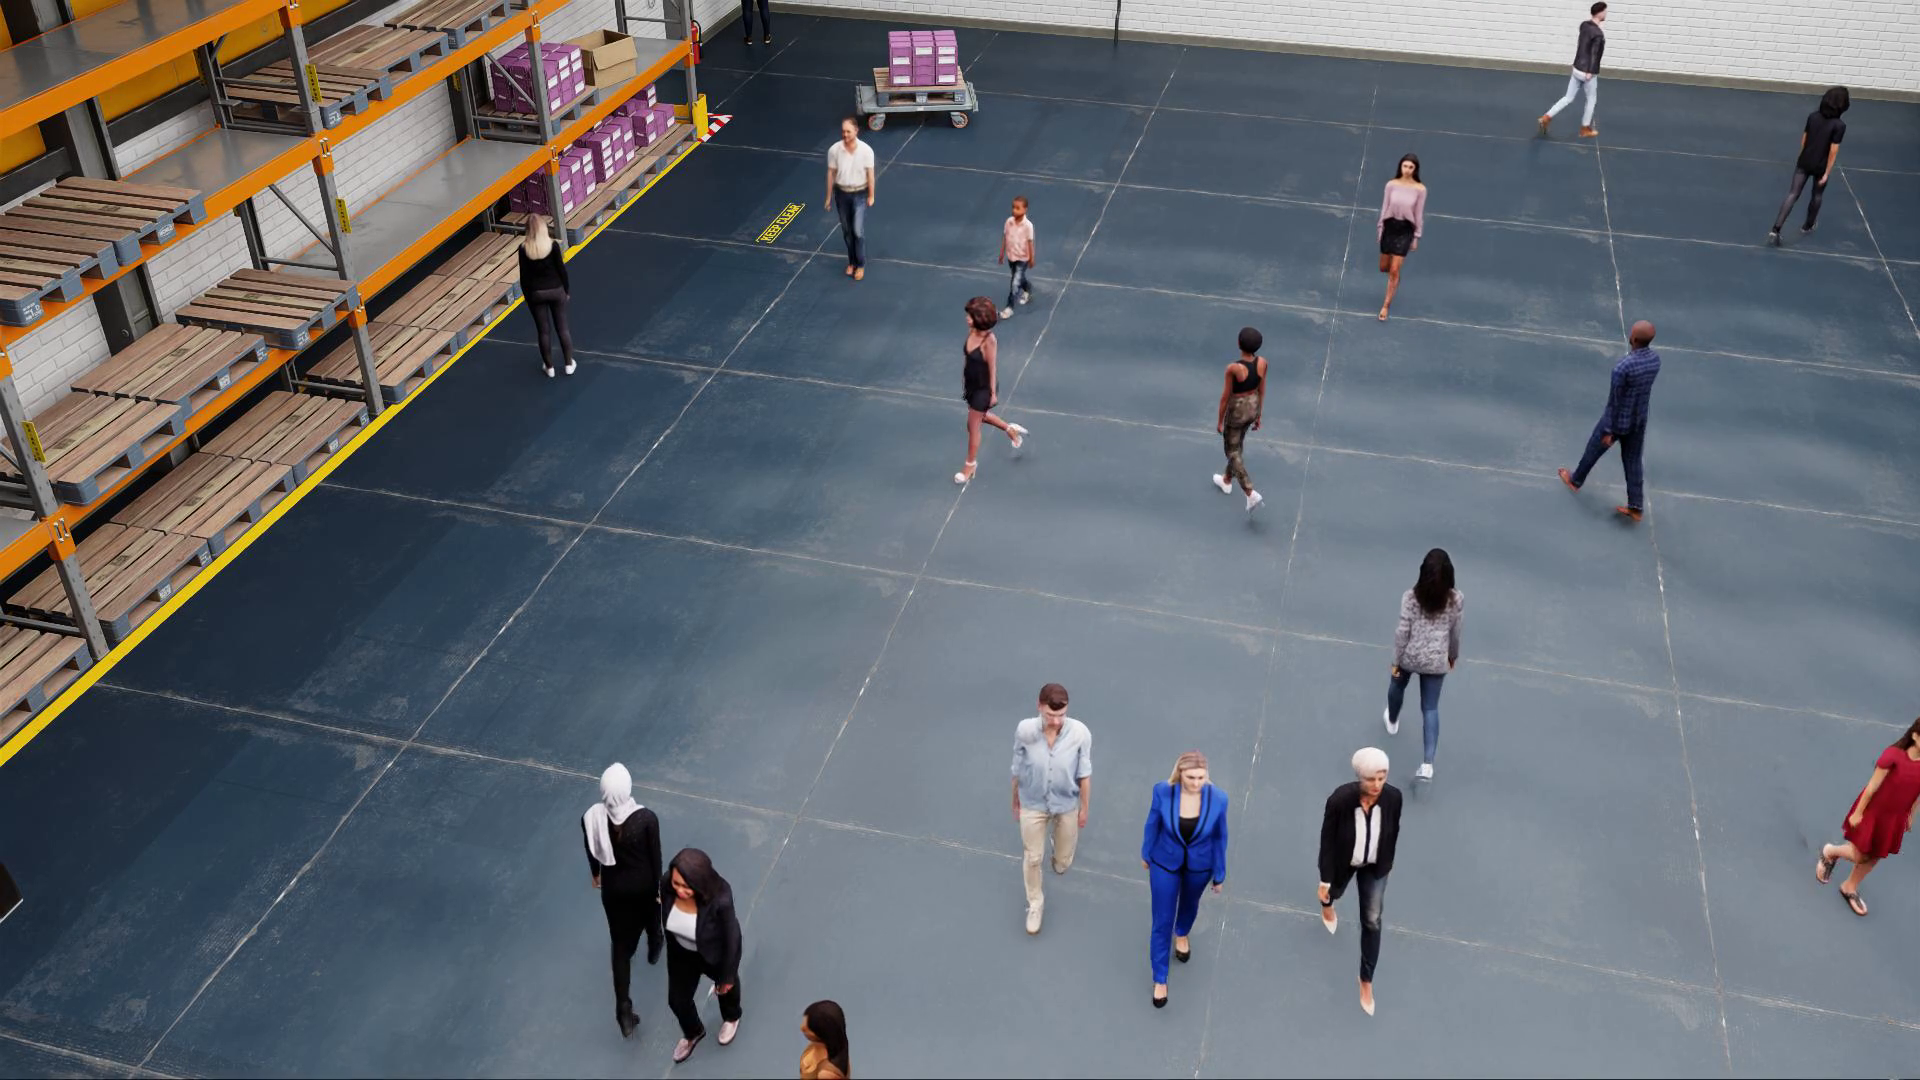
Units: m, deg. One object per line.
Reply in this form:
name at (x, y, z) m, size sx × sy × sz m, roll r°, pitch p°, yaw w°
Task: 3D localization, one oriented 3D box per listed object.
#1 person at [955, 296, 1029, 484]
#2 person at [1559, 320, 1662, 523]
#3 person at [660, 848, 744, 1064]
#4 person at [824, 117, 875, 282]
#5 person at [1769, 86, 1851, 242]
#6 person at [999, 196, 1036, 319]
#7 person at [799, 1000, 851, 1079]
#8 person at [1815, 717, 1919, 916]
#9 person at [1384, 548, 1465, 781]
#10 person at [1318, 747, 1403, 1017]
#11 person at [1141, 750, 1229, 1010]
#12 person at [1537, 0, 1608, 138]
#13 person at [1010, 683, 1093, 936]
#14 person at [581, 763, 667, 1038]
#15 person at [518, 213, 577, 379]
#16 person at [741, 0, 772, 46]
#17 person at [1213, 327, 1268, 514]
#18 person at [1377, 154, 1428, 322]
person at (0.256, -1.353, 14.729) m, size 1.054 × 1.769 × 0.993 m, roll -18°, pitch 38°, yaw -25°
person at (5.725, -0.981, 14.169) m, size 1.131 × 1.769 × 1.266 m, roll -13°, pitch 36°, yaw -18°
person at (-1.413, 2.258, 9.455) m, size 0.618 × 1.594 × 0.665 m, roll 8°, pitch 34°, yaw 12°
person at (-1.165, -3.830, 18.395) m, size 0.678 × 1.836 × 0.687 m, roll 11°, pitch 35°, yaw 15°
person at (9.760, -4.302, 19.132) m, size 1.213 × 1.806 × 1.021 m, roll -27°, pitch 42°, yaw -34°
person at (0.658, -3.054, 17.722) m, size 0.738 × 1.288 × 0.977 m, roll 22°, pitch 40°, yaw 30°
person at (-0.656, 2.910, 8.386) m, size 0.691 × 1.690 × 0.571 m, roll -5°, pitch 34°, yaw -8°
person at (5.765, 1.641, 10.433) m, size 0.680 × 1.537 × 0.807 m, roll 1°, pitch 34°, yaw 1°
person at (3.195, 0.869, 11.449) m, size 0.790 × 1.699 × 1.205 m, roll 3°, pitch 34°, yaw 4°
person at (2.347, 1.867, 9.807) m, size 0.866 × 1.742 × 1.149 m, roll 1°, pitch 34°, yaw 2°
person at (1.341, 1.877, 9.951) m, size 0.746 × 1.679 × 0.984 m, roll 3°, pitch 34°, yaw 4°
person at (8.163, -6.176, 21.952) m, size 1.085 × 1.805 × 1.151 m, roll -9°, pitch 35°, yaw -14°
person at (0.566, 1.566, 10.281) m, size 0.731 × 1.831 × 0.928 m, roll 5°, pitch 34°, yaw 7°
person at (-1.922, 2.078, 9.594) m, size 0.812 × 1.740 × 1.206 m, roll 0°, pitch 34°, yaw 0°
person at (-4.078, -2.407, 16.389) m, size 0.696 × 1.686 × 0.702 m, roll -9°, pitch 35°, yaw -13°
person at (-3.173, -8.579, 25.492) m, size 0.802 × 1.889 × 0.825 m, roll -7°, pitch 34°, yaw -11°
person at (2.456, -1.019, 14.307) m, size 0.973 × 1.680 × 1.113 m, roll -12°, pitch 36°, yaw -18°
person at (4.619, -3.204, 17.488) m, size 0.726 × 1.797 × 0.951 m, roll 15°, pitch 36°, yaw 21°
